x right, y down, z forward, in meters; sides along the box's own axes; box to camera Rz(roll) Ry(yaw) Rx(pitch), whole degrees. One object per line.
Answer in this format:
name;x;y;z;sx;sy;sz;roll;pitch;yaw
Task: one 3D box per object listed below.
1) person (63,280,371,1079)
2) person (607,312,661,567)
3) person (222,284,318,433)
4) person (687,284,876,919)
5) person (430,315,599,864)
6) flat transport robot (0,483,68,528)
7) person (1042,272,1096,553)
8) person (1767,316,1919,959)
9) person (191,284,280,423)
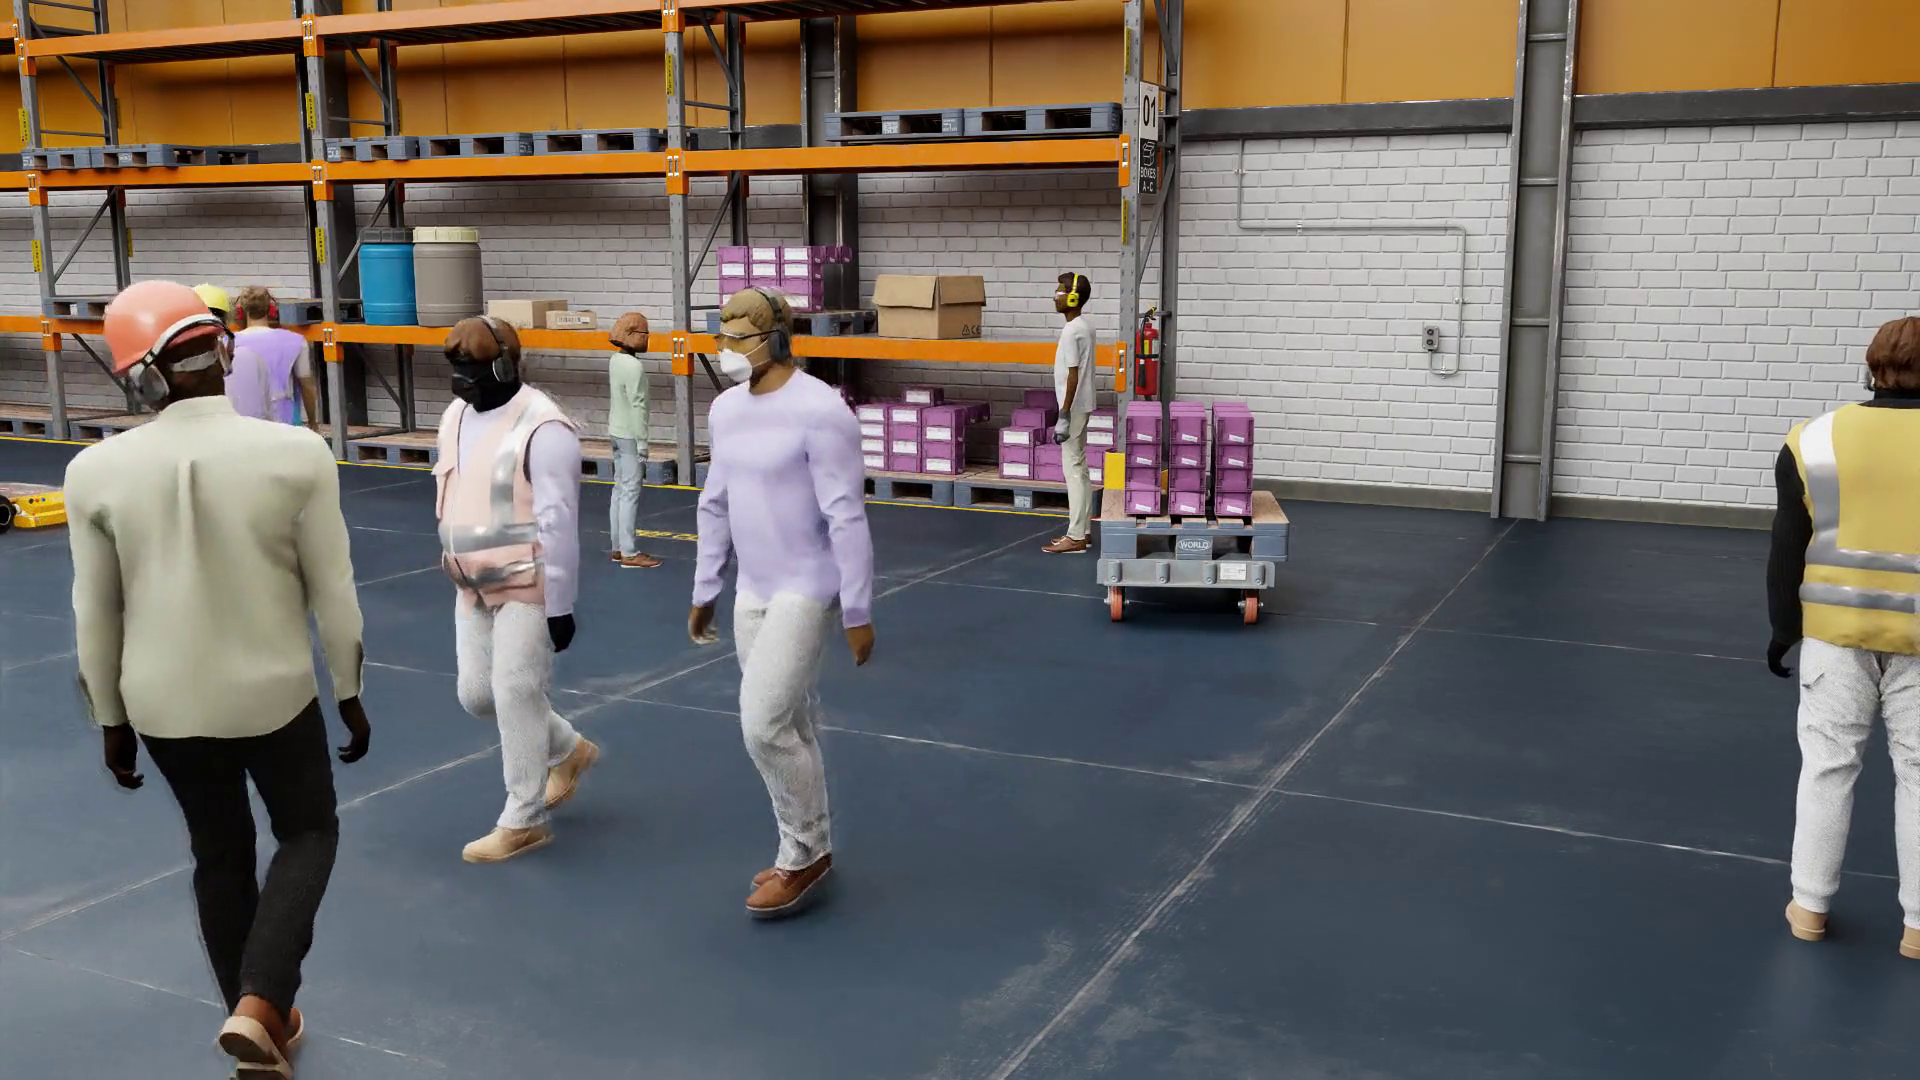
person;-1.719;0.379;3.885;0.634;1.953;0.571;-2;10;-9
person;-2.103;-0.637;10.647;0.270;1.627;0.503;-5;11;-27
person;-4.400;-0.713;10.558;0.567;1.809;0.937;-2;10;-12
person;-0.583;0.193;5.052;0.583;1.919;0.654;-8;13;-40
person;-1.469;0.152;5.599;0.663;1.816;0.557;8;13;40
flat transport robot;-7.151;-0.279;12.470;1.431;0.197;0.652;4;11;23
person;0.741;-0.848;11.142;0.328;1.876;0.514;3;10;16
person;2.663;0.281;4.794;0.624;1.837;0.430;6;12;33
person;-3.652;-0.324;8.231;1.056;1.846;0.602;3;10;17
